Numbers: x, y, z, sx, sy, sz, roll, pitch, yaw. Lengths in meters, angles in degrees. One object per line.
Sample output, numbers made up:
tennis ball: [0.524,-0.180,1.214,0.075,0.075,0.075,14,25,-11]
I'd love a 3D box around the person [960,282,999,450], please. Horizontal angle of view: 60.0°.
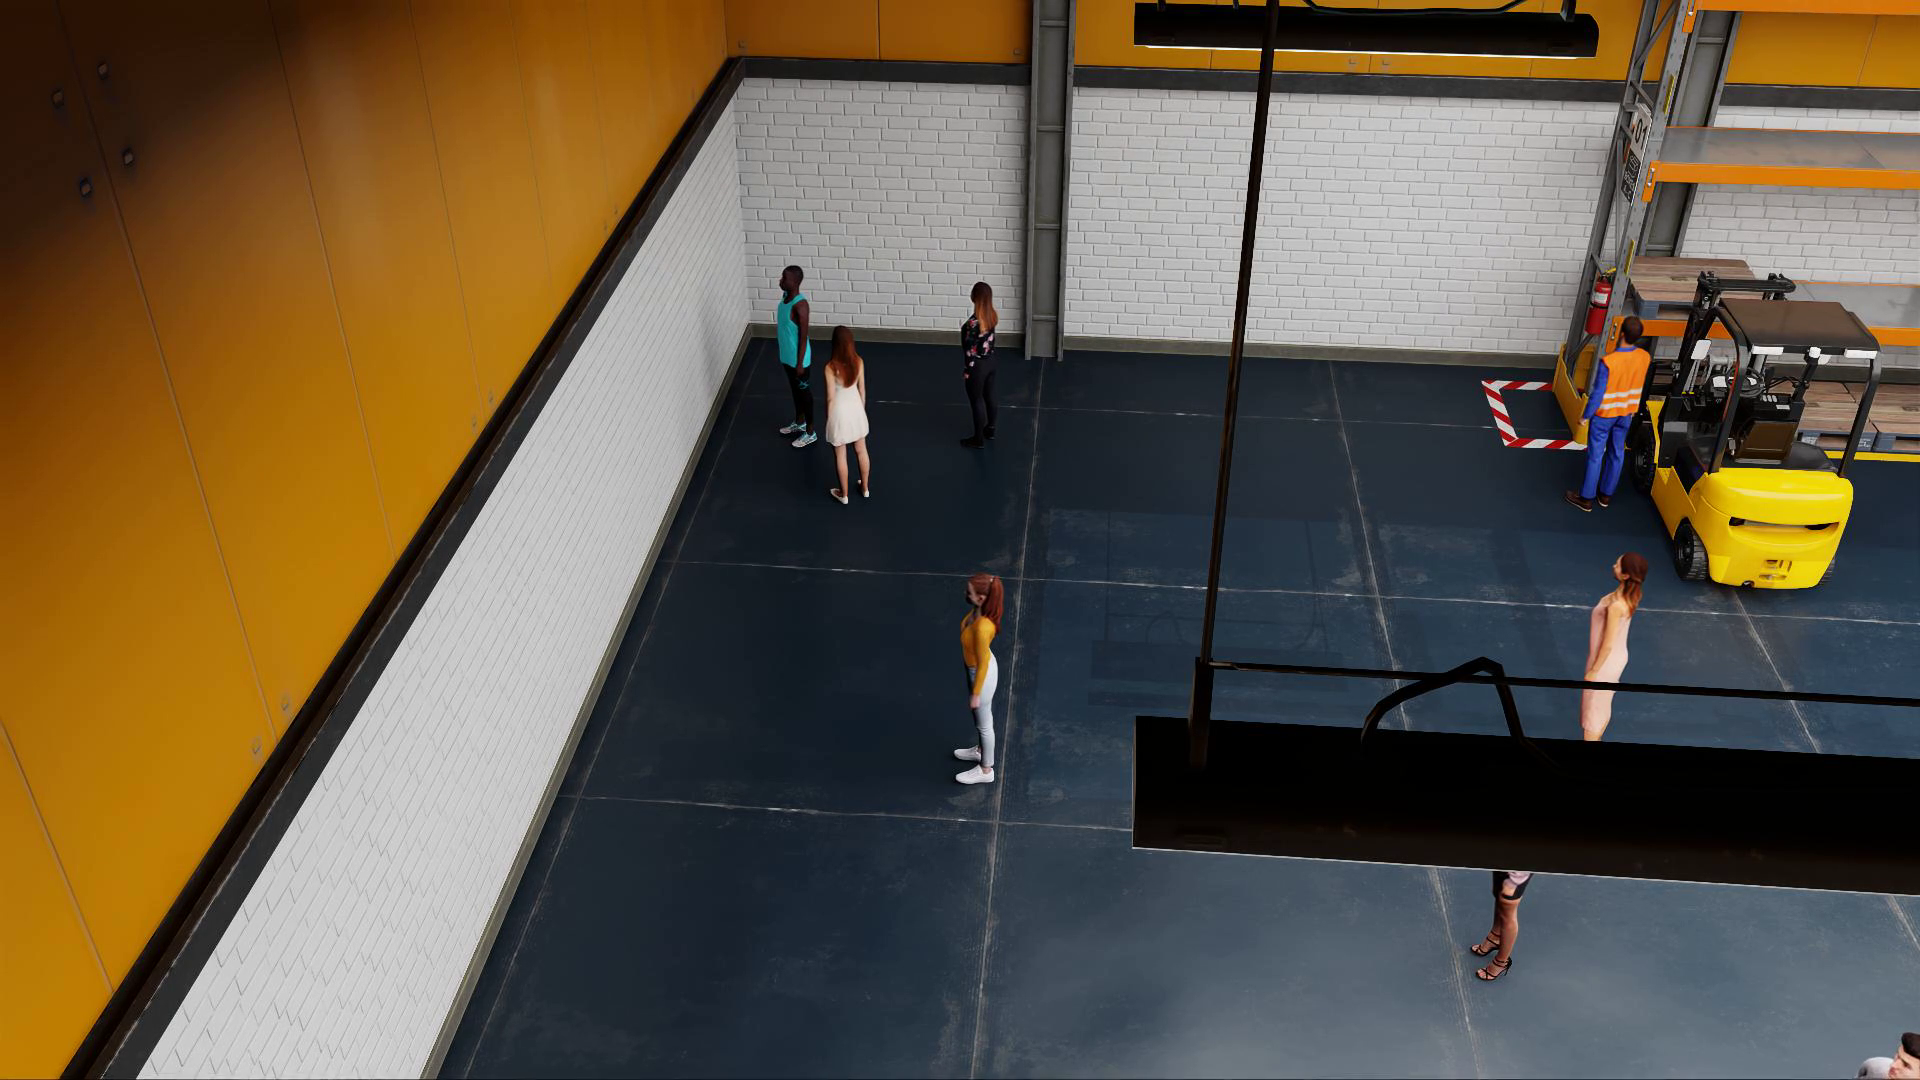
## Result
person: [0.200,-1.653,15.638,0.655,1.683,0.643,21,39,28]

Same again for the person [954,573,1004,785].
person: [0.146,0.954,11.655,0.579,1.751,0.608,0,34,0]

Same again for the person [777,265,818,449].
person: [-1.535,-1.748,15.665,0.684,1.811,0.683,-15,37,-22]

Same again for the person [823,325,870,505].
person: [-1.018,-1.122,14.816,0.619,1.710,0.706,-17,37,-24]

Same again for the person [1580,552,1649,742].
person: [4.556,0.863,11.718,0.681,1.831,0.672,23,40,30]

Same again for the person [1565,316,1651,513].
person: [5.744,-1.119,14.671,0.690,1.864,0.834,-10,35,-15]
